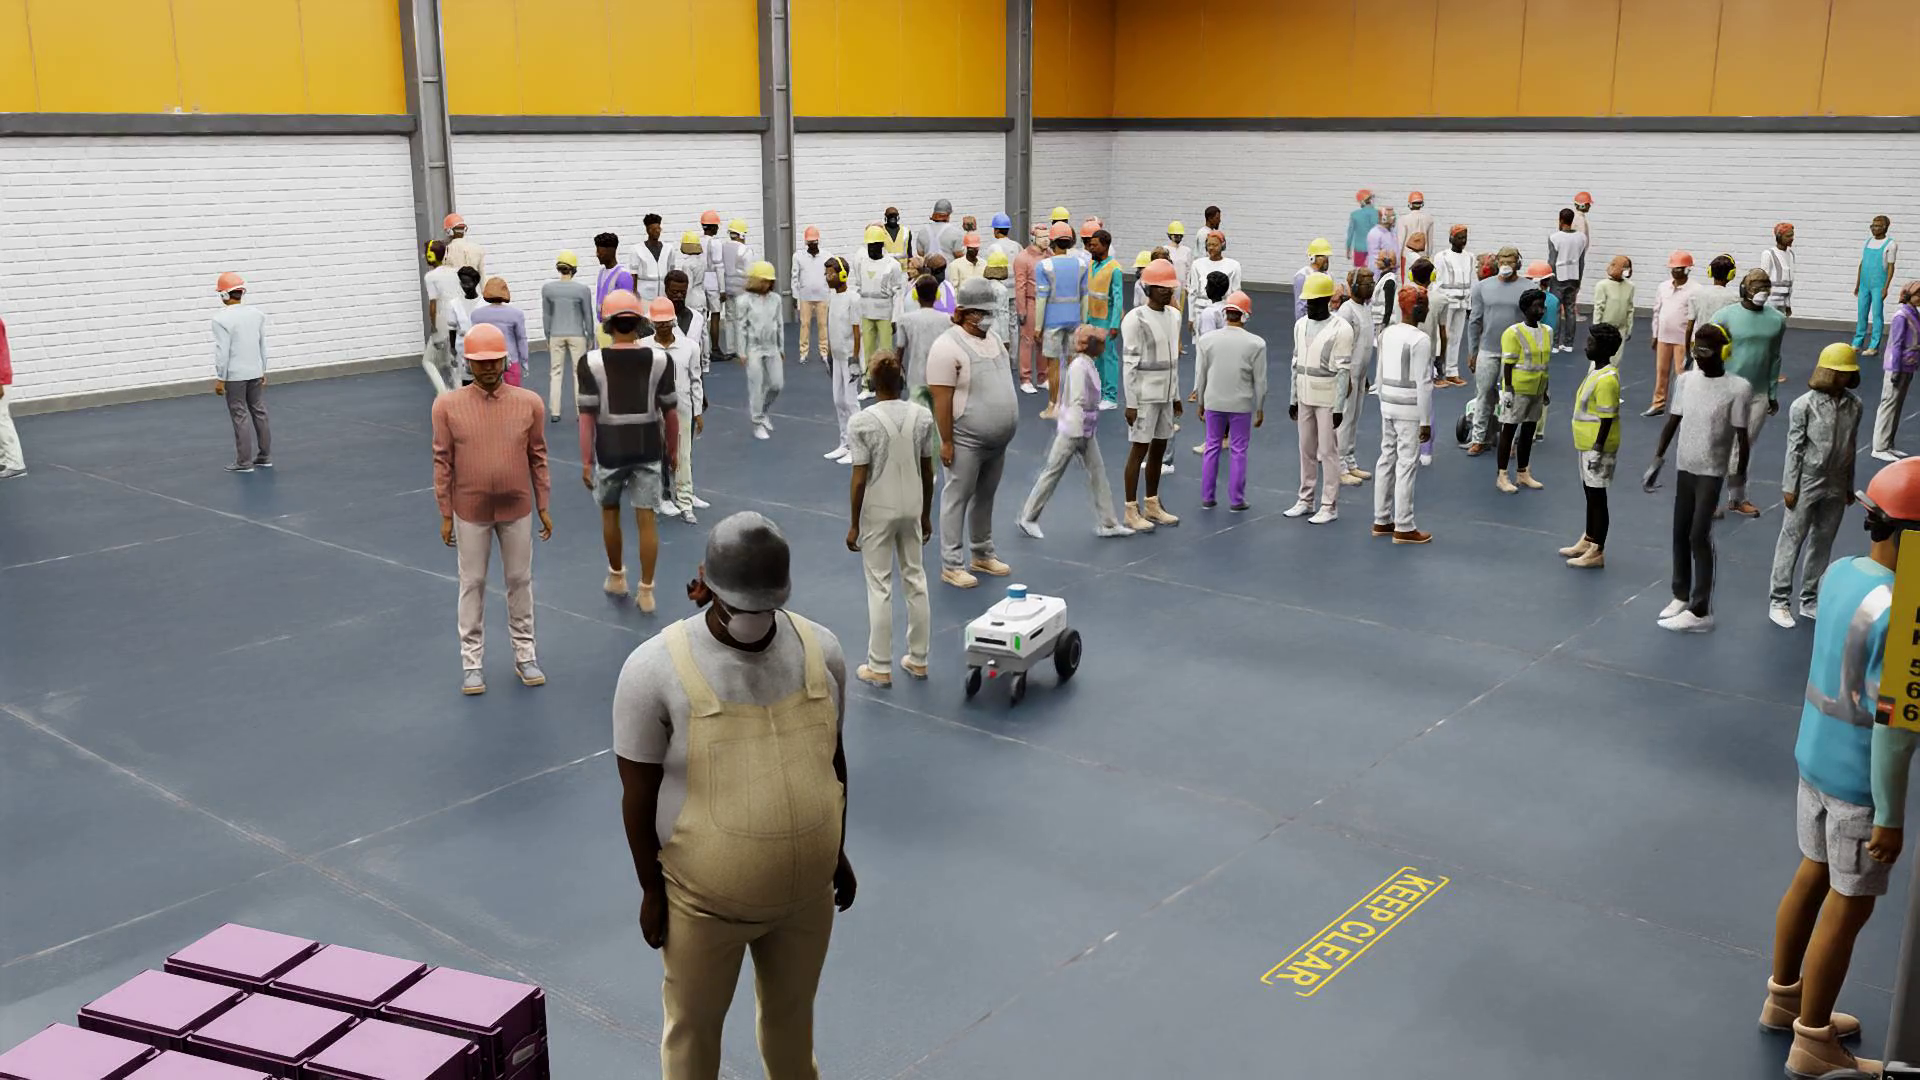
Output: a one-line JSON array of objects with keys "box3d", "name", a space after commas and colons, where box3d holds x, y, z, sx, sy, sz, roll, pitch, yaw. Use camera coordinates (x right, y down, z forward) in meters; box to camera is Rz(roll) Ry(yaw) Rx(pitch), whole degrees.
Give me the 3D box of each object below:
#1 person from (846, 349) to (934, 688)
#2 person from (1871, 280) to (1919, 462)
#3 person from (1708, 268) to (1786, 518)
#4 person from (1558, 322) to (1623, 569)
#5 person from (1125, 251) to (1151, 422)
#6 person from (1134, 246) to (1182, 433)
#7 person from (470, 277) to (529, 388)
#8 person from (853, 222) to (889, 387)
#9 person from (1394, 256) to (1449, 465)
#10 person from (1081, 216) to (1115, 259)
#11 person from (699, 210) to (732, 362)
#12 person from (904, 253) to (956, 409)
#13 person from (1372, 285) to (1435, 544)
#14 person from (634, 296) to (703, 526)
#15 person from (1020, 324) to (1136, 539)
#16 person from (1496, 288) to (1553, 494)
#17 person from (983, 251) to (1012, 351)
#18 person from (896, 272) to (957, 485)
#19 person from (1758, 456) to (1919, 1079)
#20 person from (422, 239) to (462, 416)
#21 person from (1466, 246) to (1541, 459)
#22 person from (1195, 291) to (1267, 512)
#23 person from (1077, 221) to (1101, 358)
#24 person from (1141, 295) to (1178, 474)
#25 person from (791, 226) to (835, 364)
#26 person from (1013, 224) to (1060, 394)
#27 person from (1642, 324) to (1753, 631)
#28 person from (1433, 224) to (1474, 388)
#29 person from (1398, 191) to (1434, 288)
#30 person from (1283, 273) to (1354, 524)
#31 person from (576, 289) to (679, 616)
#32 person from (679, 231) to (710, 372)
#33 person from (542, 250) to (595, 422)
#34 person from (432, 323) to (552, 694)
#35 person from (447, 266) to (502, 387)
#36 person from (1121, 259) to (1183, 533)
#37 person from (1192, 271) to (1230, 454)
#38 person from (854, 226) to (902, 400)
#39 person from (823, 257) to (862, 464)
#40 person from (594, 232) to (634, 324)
[{"box3d": [-0.380, -0.110, 9.022, 0.506, 1.840, 0.344, -8, 16, -28], "name": "person"}, {"box3d": [8.572, -1.540, 15.148, 0.310, 1.636, 0.523, 12, 19, 40], "name": "person"}, {"box3d": [6.071, -1.133, 12.911, 0.628, 1.940, 0.373, -2, 14, -9], "name": "person"}, {"box3d": [4.376, -0.650, 11.467, 0.319, 1.697, 0.533, 3, 14, 12], "name": "person"}, {"box3d": [1.876, -2.031, 16.850, 0.315, 1.768, 0.526, -3, 14, -10], "name": "person"}, {"box3d": [1.959, -1.967, 16.428, 0.514, 1.845, 0.337, 9, 17, 33], "name": "person"}, {"box3d": [-4.285, -1.635, 15.535, 0.507, 1.631, 0.280, -2, 14, -9], "name": "person"}, {"box3d": [-0.967, -2.729, 19.350, 0.410, 1.909, 0.643, 7, 16, 26], "name": "person"}, {"box3d": [4.085, -1.591, 14.884, 0.532, 1.867, 0.316, -1, 14, -3], "name": "person"}, {"box3d": [1.639, -3.037, 20.581, 0.407, 1.906, 0.654, -6, 15, -23], "name": "person"}, {"box3d": [-3.208, -3.277, 21.480, 0.551, 1.934, 0.372, 12, 18, 40], "name": "person"}, {"box3d": [-0.248, -1.808, 15.834, 0.429, 1.831, 0.640, 12, 19, 40], "name": "person"}, {"box3d": [3.254, -0.914, 12.147, 0.356, 1.883, 0.574, -5, 15, -20], "name": "person"}, {"box3d": [-2.229, -0.974, 12.648, 0.572, 1.750, 0.329, -4, 15, -17], "name": "person"}, {"box3d": [0.840, -0.788, 12.232, 0.851, 1.587, 0.593, 5, 15, 18], "name": "person"}, {"box3d": [4.704, -1.241, 13.830, 0.535, 1.697, 0.318, -8, 16, -29], "name": "person"}, {"box3d": [0.376, -2.091, 17.131, 0.313, 1.743, 0.493, -8, 16, -28], "name": "person"}, {"box3d": [-0.291, -1.277, 13.719, 0.534, 1.834, 0.921, -1, 14, -2], "name": "person"}, {"box3d": [2.872, 0.733, 5.264, 0.406, 2.035, 0.608, 2, 14, 9], "name": "person"}, {"box3d": [-5.383, -2.201, 17.350, 0.448, 1.853, 0.526, 7, 16, 26], "name": "person"}, {"box3d": [4.962, -1.716, 15.237, 0.631, 1.939, 0.370, 6, 15, 22], "name": "person"}, {"box3d": [2.141, -1.090, 13.138, 0.575, 1.742, 0.356, 6, 15, 24], "name": "person"}, {"box3d": [1.471, -2.669, 19.047, 0.369, 1.939, 0.542, 1, 14, 3], "name": "person"}, {"box3d": [1.749, -1.393, 14.565, 0.271, 1.632, 0.508, -3, 14, -11], "name": "person"}, {"box3d": [-1.867, -3.126, 21.248, 0.572, 1.749, 0.342, -2, 14, -6], "name": "person"}, {"box3d": [0.909, -2.636, 18.982, 0.641, 1.908, 0.407, -12, 18, -40], "name": "person"}, {"box3d": [4.463, -0.383, 10.106, 0.481, 1.848, 0.517, -6, 15, -22], "name": "person"}, {"box3d": [5.741, -2.722, 19.367, 0.584, 1.882, 0.345, -8, 16, -28], "name": "person"}, {"box3d": [7.086, -4.443, 26.019, 0.617, 1.992, 0.396, -3, 14, -13], "name": "person"}, {"box3d": [2.738, -1.086, 12.766, 0.397, 1.920, 0.586, -8, 16, -30], "name": "person"}, {"box3d": [-2.092, -0.567, 10.483, 0.628, 2.018, 0.806, -4, 15, -16], "name": "person"}, {"box3d": [-3.271, -2.899, 20.362, 0.297, 1.744, 0.487, 4, 15, 15], "name": "person"}, {"box3d": [-4.019, -2.086, 17.108, 0.536, 1.754, 0.388, 1, 14, 2], "name": "person"}, {"box3d": [-2.502, -0.169, 8.942, 0.609, 1.996, 0.383, -6, 15, -24], "name": "person"}, {"box3d": [-4.703, -1.820, 16.168, 0.535, 1.690, 0.321, 0, 14, 2], "name": "person"}, {"box3d": [1.475, -1.083, 12.496, 0.383, 2.041, 0.616, 14, 19, 43], "name": "person"}, {"box3d": [2.366, -1.639, 15.419, 0.319, 1.697, 0.533, 10, 17, 35], "name": "person"}, {"box3d": [-0.918, -2.484, 18.330, 0.587, 1.927, 0.367, 7, 16, 27], "name": "person"}, {"box3d": [-1.063, -1.624, 15.052, 0.344, 1.856, 0.525, -9, 17, -33], "name": "person"}, {"box3d": [-3.518, -2.154, 16.956, 0.373, 1.958, 0.603, -10, 17, -34], "name": "person"}]
